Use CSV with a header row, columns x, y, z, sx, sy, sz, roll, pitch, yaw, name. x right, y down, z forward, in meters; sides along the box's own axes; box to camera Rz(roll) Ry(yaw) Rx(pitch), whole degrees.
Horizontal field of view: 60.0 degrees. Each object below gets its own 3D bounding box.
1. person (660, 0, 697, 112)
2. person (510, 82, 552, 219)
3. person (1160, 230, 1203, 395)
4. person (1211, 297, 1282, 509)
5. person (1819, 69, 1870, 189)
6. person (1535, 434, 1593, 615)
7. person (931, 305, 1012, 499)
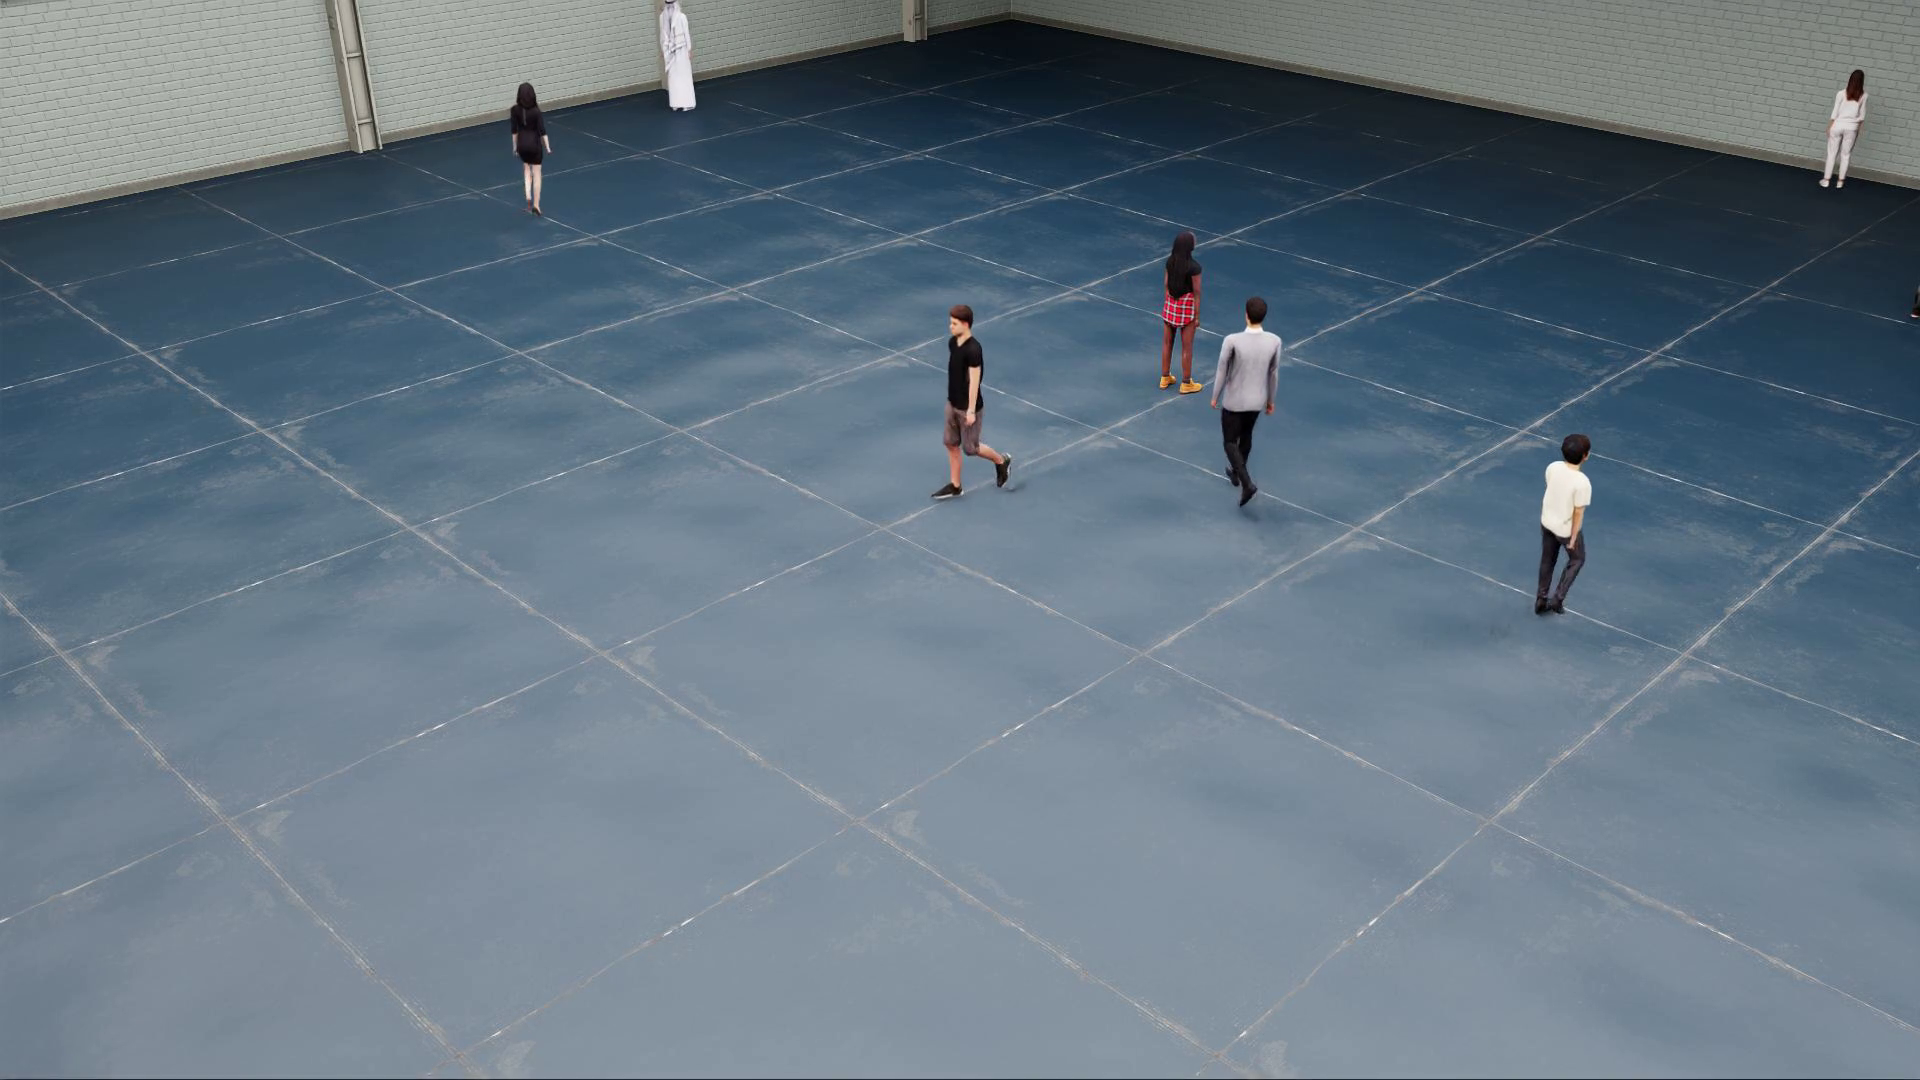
x,y,z,sx,sy,sz,roll,pitch,yaw,name
-4.809,-8.270,28.183,0.802,1.925,0.823,5,28,9,person
-5.922,-5.303,22.758,0.750,1.787,0.799,6,29,12,person
2.303,-2.384,17.339,0.601,1.728,0.574,24,37,38,person
2.585,-1.234,14.987,1.210,1.910,1.145,-7,29,-14,person
12.828,-5.964,24.106,0.683,1.686,0.685,8,29,14,person
4.727,-0.090,13.192,0.611,1.579,0.643,-16,32,-28,person
0.122,-1.241,15.070,1.078,1.843,0.806,-16,32,-28,person
